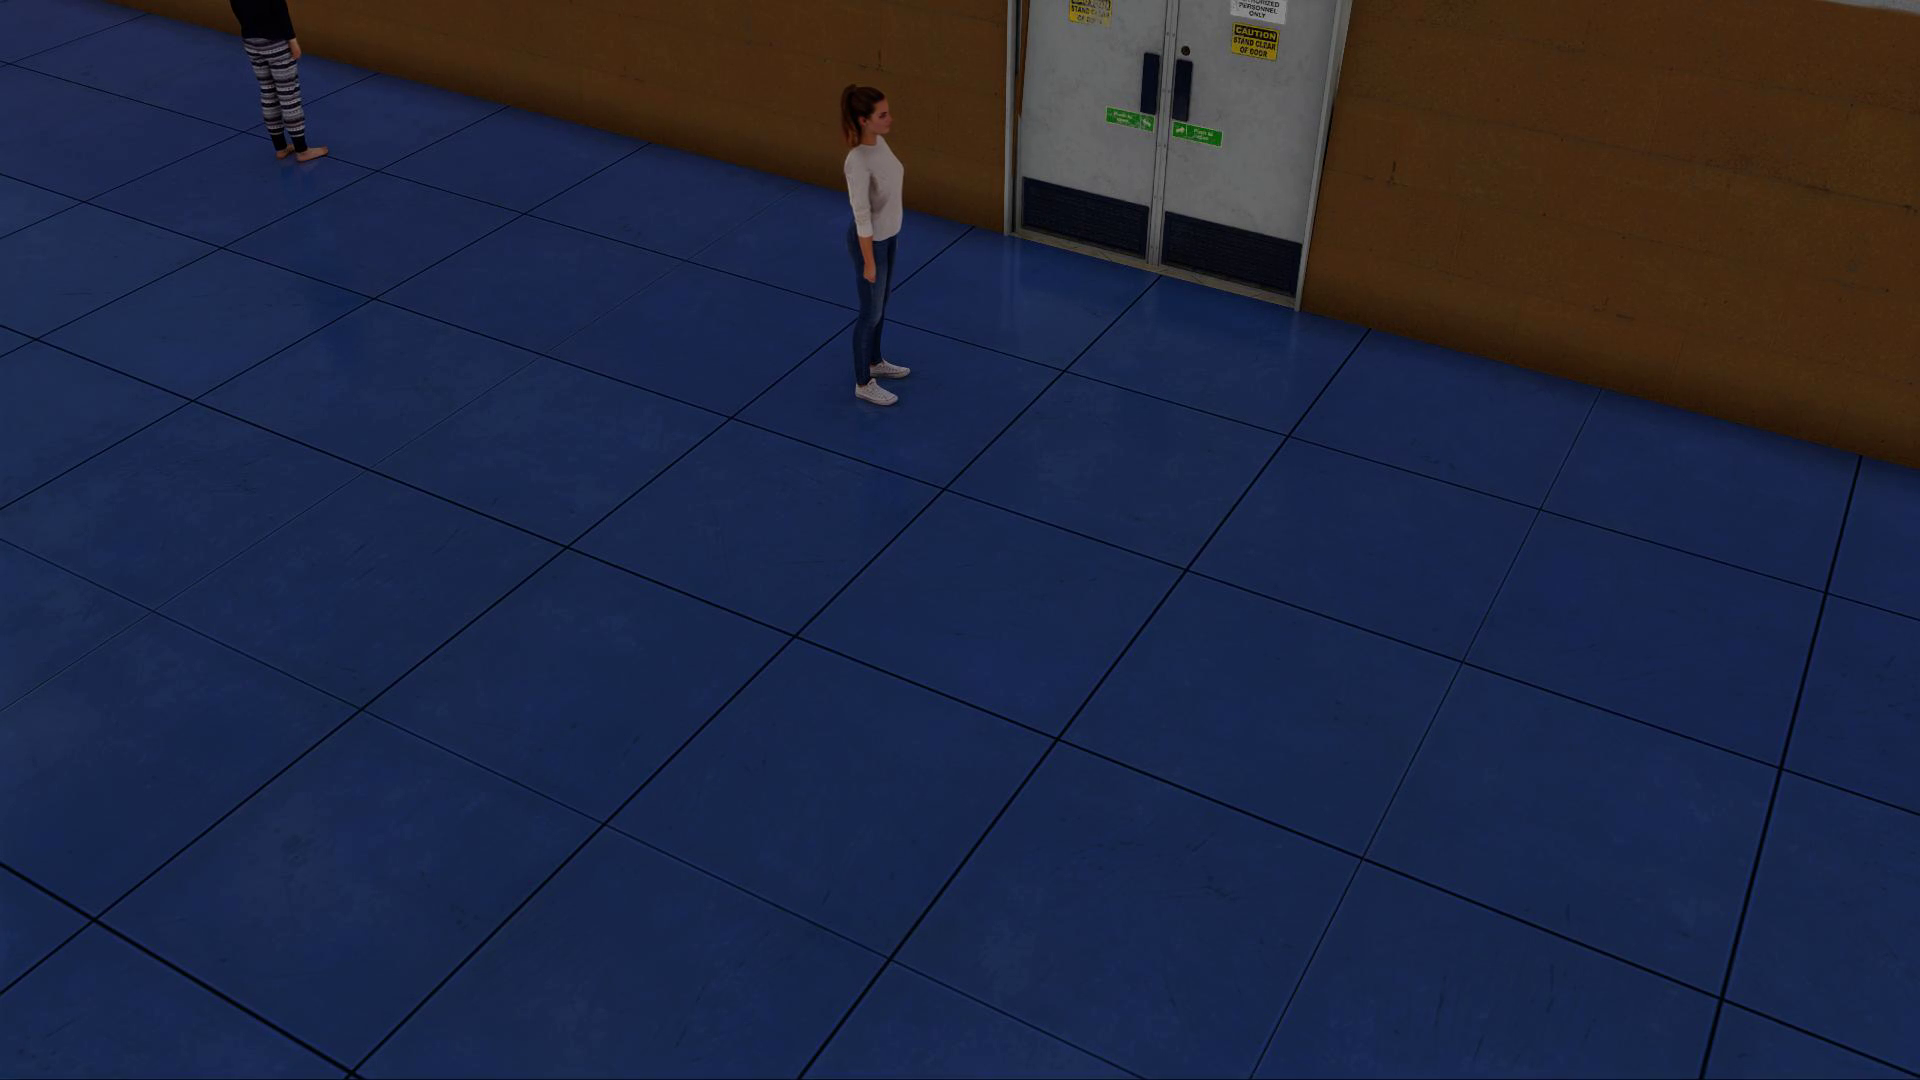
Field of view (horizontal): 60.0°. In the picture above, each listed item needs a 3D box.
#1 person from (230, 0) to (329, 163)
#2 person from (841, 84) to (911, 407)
[{"bbox_3d":[-4.663,-3.395,11.171,0.614,1.734,0.524,16,40,21],"label":"person"},{"bbox_3d":[-0.460,-1.547,8.721,0.726,1.720,0.569,8,38,11],"label":"person"}]
